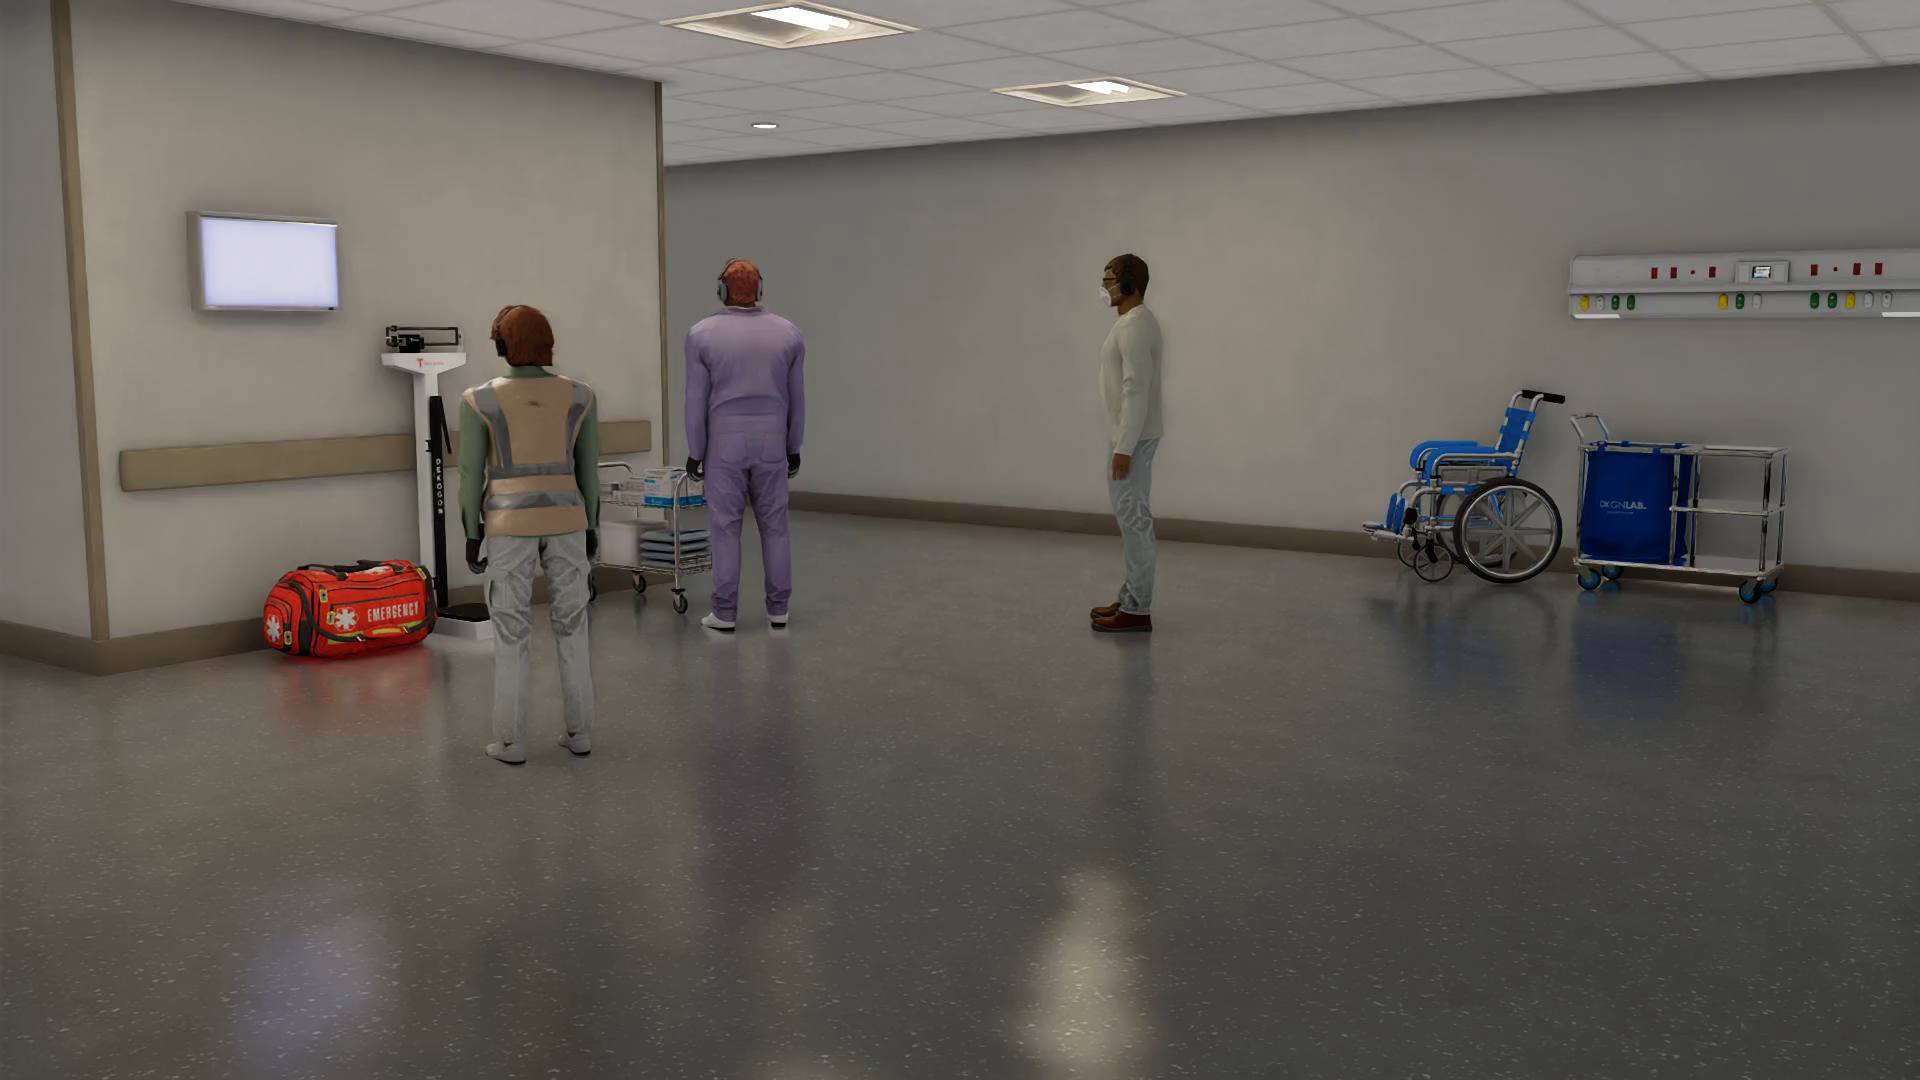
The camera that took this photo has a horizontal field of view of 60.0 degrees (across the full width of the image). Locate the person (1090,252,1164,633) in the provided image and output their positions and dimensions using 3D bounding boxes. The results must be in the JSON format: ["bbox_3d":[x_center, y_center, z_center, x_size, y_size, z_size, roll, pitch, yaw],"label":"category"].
[{"bbox_3d":[0.859,-0.494,8.537,0.373,1.940,0.629,1,7,6],"label":"person"}]

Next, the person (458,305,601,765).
[{"bbox_3d":[-1.526,-0.018,5.943,0.508,1.629,0.315,-4,8,-28],"label":"person"}]

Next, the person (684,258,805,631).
[{"bbox_3d":[-1.116,-0.485,8.573,0.643,1.913,0.410,-3,8,-25],"label":"person"}]
